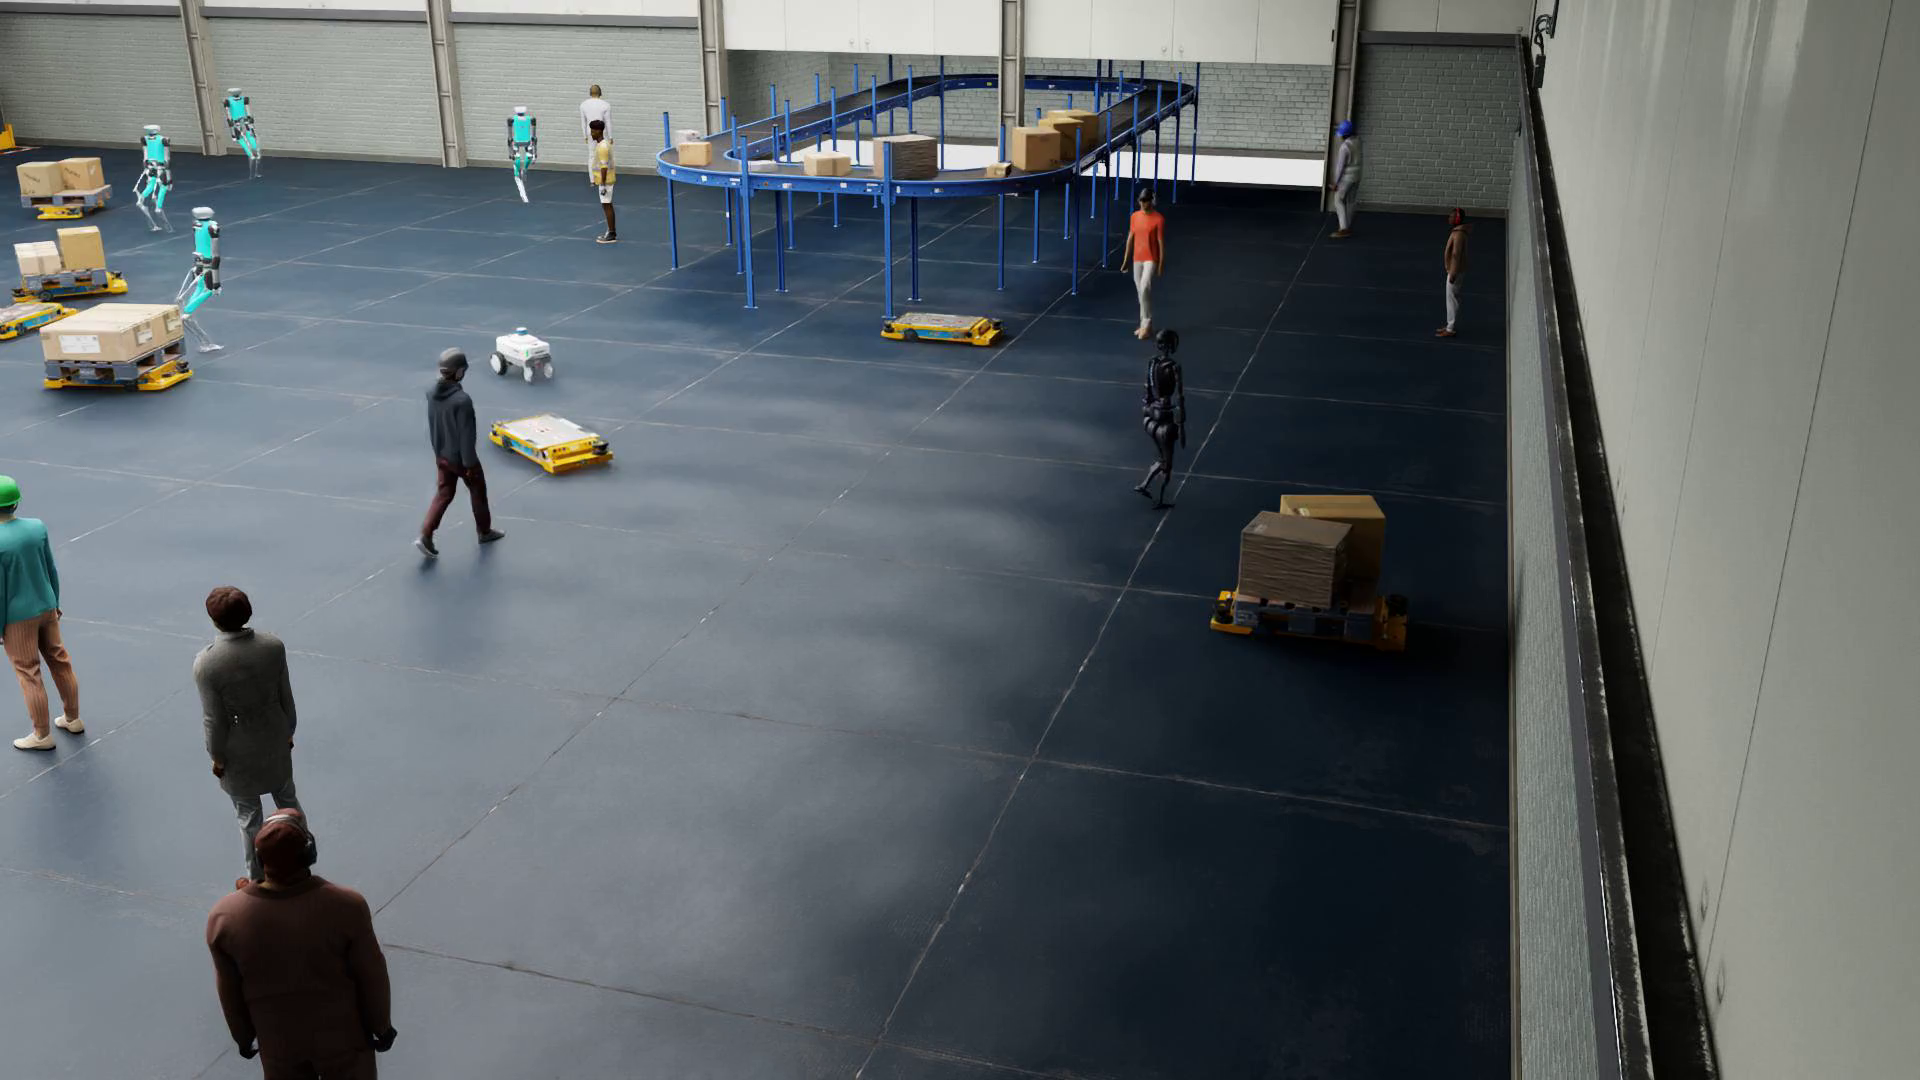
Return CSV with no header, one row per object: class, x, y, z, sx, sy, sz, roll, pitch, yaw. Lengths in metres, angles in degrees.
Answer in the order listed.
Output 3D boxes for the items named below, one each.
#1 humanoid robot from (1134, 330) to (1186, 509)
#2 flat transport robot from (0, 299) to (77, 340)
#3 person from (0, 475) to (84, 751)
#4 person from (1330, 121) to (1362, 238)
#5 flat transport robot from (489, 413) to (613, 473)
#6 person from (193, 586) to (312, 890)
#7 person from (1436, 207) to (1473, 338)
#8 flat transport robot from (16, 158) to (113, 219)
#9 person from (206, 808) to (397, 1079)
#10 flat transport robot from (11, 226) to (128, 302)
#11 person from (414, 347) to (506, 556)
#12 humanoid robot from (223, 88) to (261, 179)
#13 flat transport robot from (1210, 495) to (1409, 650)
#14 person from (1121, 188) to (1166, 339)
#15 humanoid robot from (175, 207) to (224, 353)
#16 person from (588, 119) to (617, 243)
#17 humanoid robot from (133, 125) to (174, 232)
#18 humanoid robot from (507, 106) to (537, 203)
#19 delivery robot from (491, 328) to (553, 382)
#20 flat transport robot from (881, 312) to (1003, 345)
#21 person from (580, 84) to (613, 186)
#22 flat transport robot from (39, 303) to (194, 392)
humanoid robot,1.828,-1.091,15.048,0.368,1.642,0.612,-11,23,-26
flat transport robot,-12.239,-2.855,21.583,0.659,0.231,1.431,4,21,10
person,-6.037,0.461,10.745,0.350,1.879,0.512,8,22,20
person,6.366,-5.913,27.274,0.387,1.894,0.711,19,28,41
flat transport robot,-4.131,-0.988,16.739,0.659,0.231,1.431,-17,27,-36
person,-3.887,1.106,9.134,0.365,1.836,0.506,18,27,38
person,6.266,-3.382,21.034,0.311,1.647,0.471,7,22,16
flat transport robot,-15.748,-5.881,29.432,0.659,0.231,1.431,-3,21,-8
person,-2.643,1.966,6.807,0.650,1.904,0.406,-2,21,-6
flat transport robot,-12.583,-3.585,23.476,1.431,0.231,0.659,-12,24,-29
person,-4.297,-0.735,13.988,0.573,1.777,0.838,12,24,28
humanoid robot,-14.125,-8.026,32.992,0.672,1.811,0.530,15,26,35
flat transport robot,2.673,0.569,12.703,1.431,0.231,0.659,6,22,15
person,2.293,-3.482,20.965,0.503,1.893,0.639,18,28,39
humanoid robot,-9.289,-3.115,20.182,0.534,1.758,0.755,18,27,39
person,-5.753,-5.801,26.881,0.371,1.958,0.603,-3,21,-8
humanoid robot,-13.396,-5.922,27.536,0.543,1.806,0.754,6,22,15
humanoid robot,-8.113,-7.126,30.646,0.555,1.765,0.968,-10,23,-25
delivery robot,-5.100,-2.183,19.428,0.783,0.584,0.499,20,28,41
flat transport robot,-0.223,-2.683,21.137,1.431,0.231,0.659,6,22,16
person,-6.992,-7.803,32.120,0.623,1.931,0.375,4,21,10
flat transport robot,-9.672,-1.912,19.136,1.431,0.231,0.659,2,21,5
